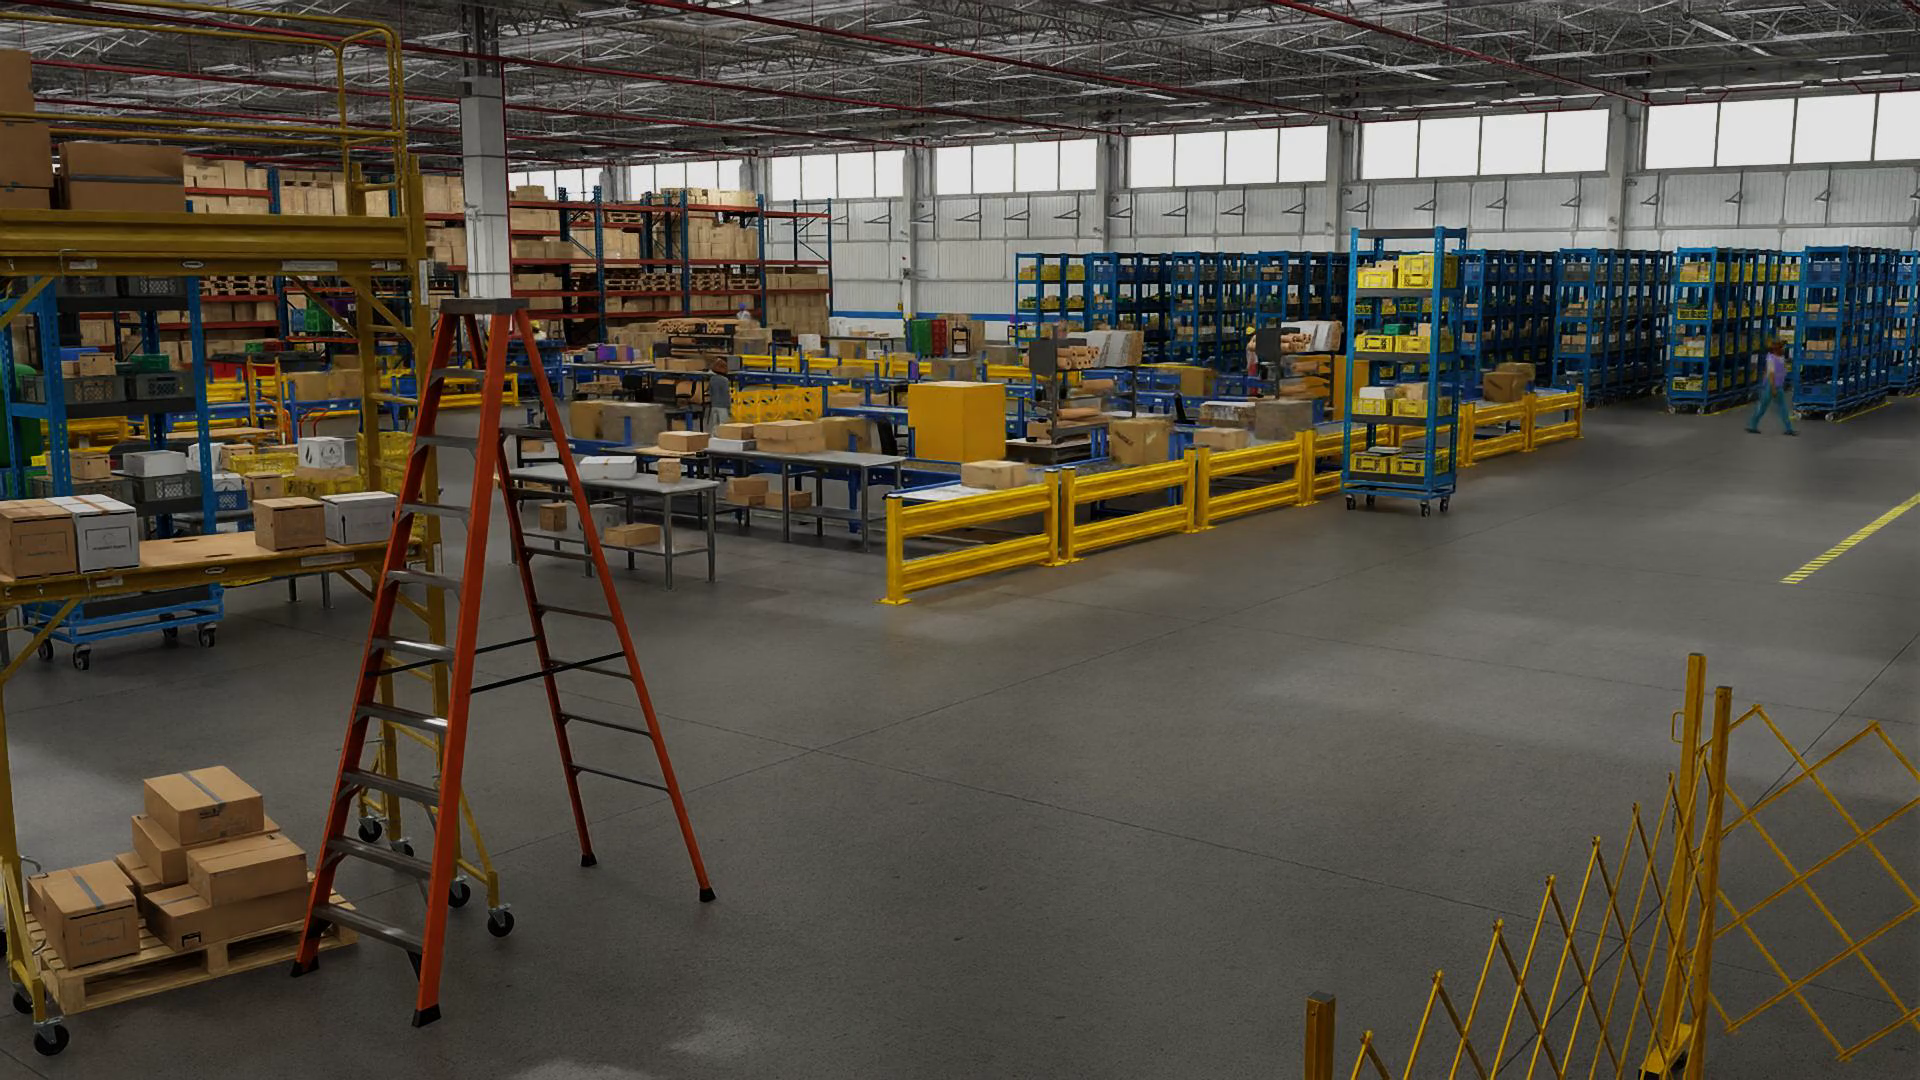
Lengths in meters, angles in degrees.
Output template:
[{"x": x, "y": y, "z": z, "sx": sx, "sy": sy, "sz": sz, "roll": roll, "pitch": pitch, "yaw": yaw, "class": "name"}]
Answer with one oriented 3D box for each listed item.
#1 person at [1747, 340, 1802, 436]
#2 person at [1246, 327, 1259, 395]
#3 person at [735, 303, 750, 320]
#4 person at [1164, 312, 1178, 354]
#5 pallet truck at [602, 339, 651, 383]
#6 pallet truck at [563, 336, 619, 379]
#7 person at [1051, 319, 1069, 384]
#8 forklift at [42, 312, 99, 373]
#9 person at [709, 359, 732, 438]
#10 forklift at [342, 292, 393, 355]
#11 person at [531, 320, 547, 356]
[{"x": 15.350, "y": -2.864, "z": 31.323, "sx": 0.584, "sy": 1.793, "sz": 0.999, "roll": -7, "pitch": 11, "yaw": -37, "class": "person"}, {"x": 6.923, "y": -4.171, "z": 39.556, "sx": 0.327, "sy": 1.761, "sz": 0.522, "roll": 4, "pitch": 10, "yaw": 26, "class": "person"}, {"x": -8.291, "y": -8.034, "z": 63.121, "sx": 0.649, "sy": 1.920, "sz": 0.689, "roll": 7, "pitch": 11, "yaw": 36, "class": "person"}, {"x": 6.727, "y": -6.359, "z": 52.503, "sx": 1.043, "sy": 2.001, "sz": 0.625, "roll": 7, "pitch": 12, "yaw": 39, "class": "person"}, {"x": -8.991, "y": -4.871, "z": 45.351, "sx": 0.653, "sy": 1.274, "sz": 1.630, "roll": 7, "pitch": 11, "yaw": 37, "class": "pallet truck"}, {"x": -10.690, "y": -5.294, "z": 48.215, "sx": 1.601, "sy": 1.201, "sz": 0.680, "roll": -5, "pitch": 10, "yaw": -26, "class": "pallet truck"}, {"x": 2.612, "y": -4.673, "z": 42.276, "sx": 0.682, "sy": 1.882, "sz": 0.440, "roll": -8, "pitch": 12, "yaw": -41, "class": "person"}, {"x": -23.779, "y": -5.451, "z": 44.052, "sx": 1.873, "sy": 2.768, "sz": 1.129, "roll": 7, "pitch": 11, "yaw": 36, "class": "forklift"}, {"x": -3.924, "y": -2.153, "z": 27.347, "sx": 0.284, "sy": 1.633, "sz": 0.500, "roll": -9, "pitch": 13, "yaw": -43, "class": "person"}, {"x": -16.485, "y": -5.622, "z": 45.120, "sx": 1.129, "sy": 2.768, "sz": 1.873, "roll": 7, "pitch": 11, "yaw": 37, "class": "forklift"}, {"x": -11.373, "y": -5.013, "z": 44.662, "sx": 0.599, "sy": 1.807, "sz": 0.737, "roll": -7, "pitch": 11, "yaw": -37, "class": "person"}]
